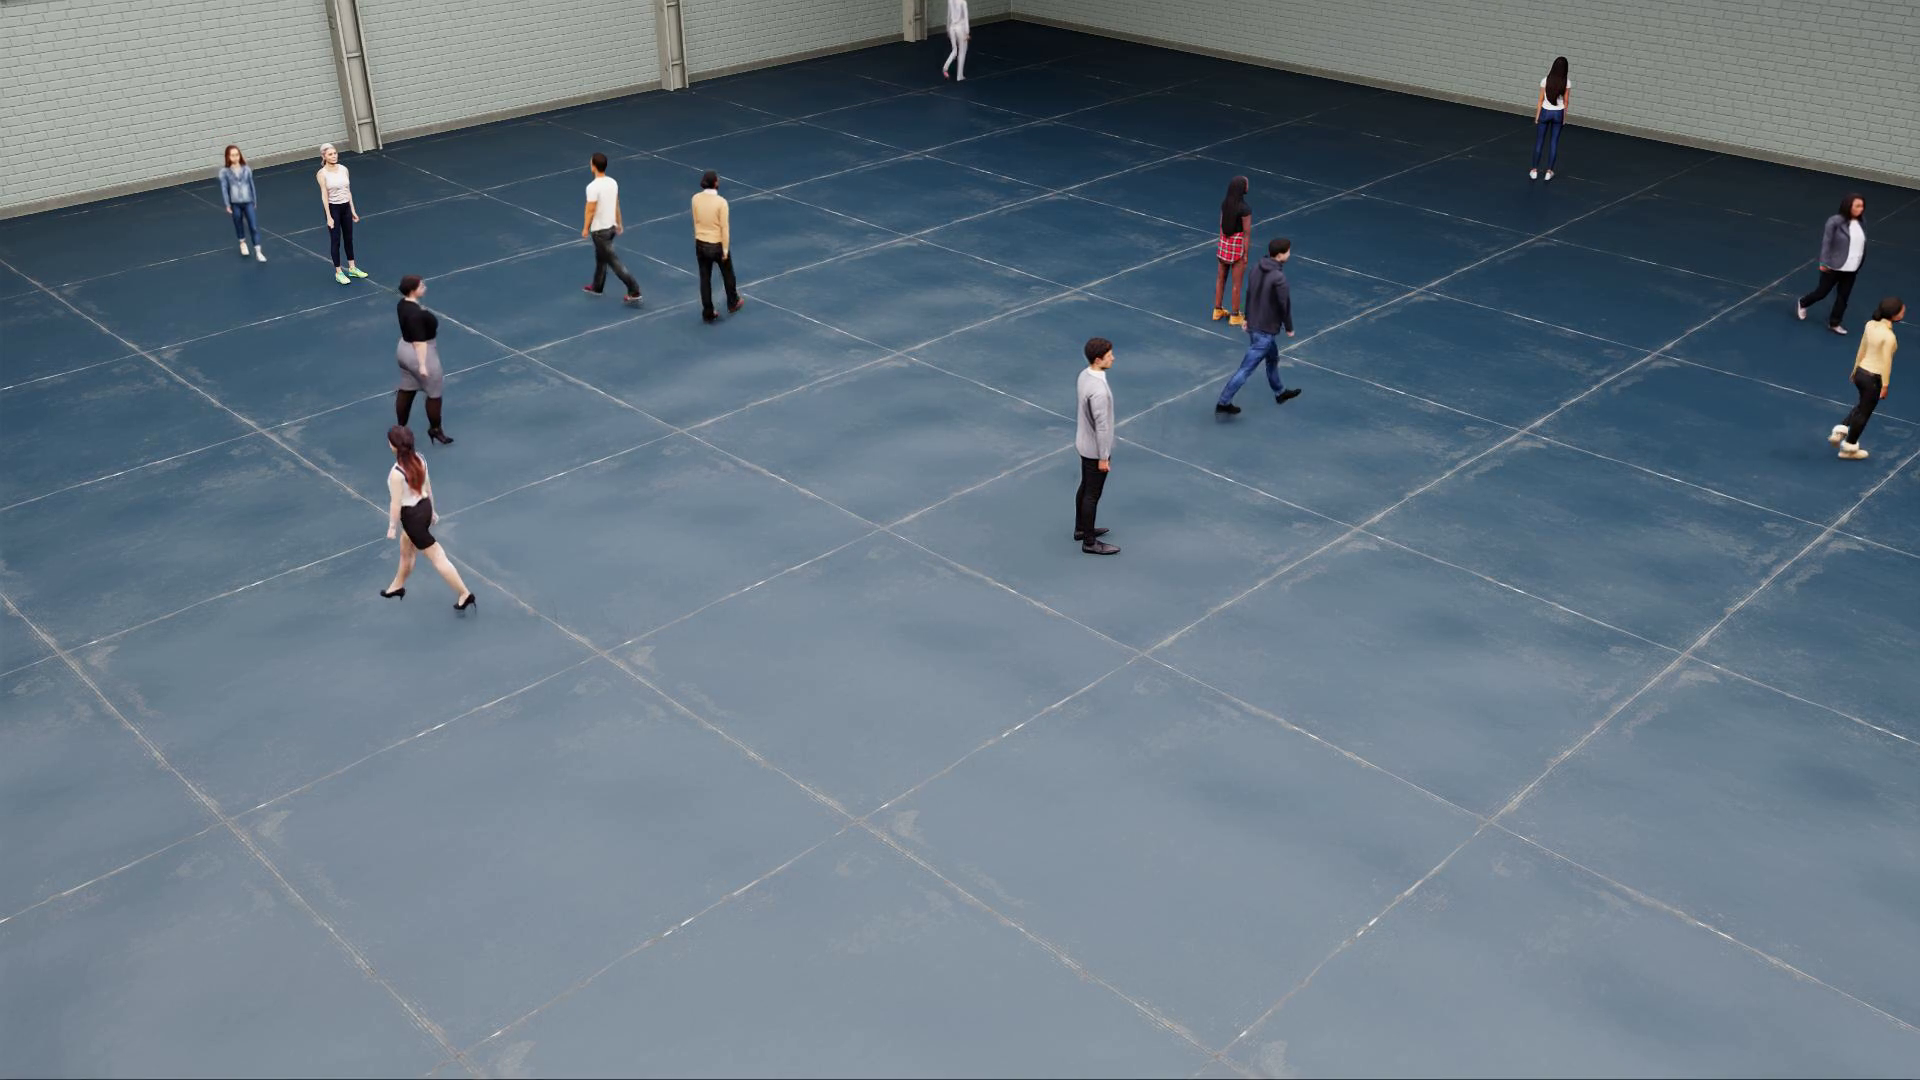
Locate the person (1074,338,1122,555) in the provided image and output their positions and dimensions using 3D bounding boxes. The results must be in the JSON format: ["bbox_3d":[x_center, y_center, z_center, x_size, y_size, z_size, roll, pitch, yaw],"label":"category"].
[{"bbox_3d":[1.141,-0.823,14.202,0.851,1.922,0.835,-4,28,-8],"label":"person"}]

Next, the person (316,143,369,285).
[{"bbox_3d":[-7.658,-4.039,20.475,0.707,1.702,0.552,15,32,26],"label":"person"}]

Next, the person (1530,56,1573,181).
[{"bbox_3d":[8.703,-6.209,24.473,0.655,1.774,0.654,9,29,16],"label":"person"}]

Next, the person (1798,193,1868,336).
[{"bbox_3d":[9.990,-3.174,18.983,0.997,1.578,0.995,-7,29,-13],"label":"person"}]

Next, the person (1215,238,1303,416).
[{"bbox_3d":[2.957,-2.077,16.659,1.372,1.827,1.033,-12,30,-21],"label":"person"}]

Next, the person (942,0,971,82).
[{"bbox_3d":[-0.079,-9.148,30.008,0.638,1.758,0.819,21,34,33],"label":"person"}]

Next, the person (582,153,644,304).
[{"bbox_3d":[-4.135,-3.643,19.664,1.024,1.766,1.183,10,30,18],"label":"person"}]

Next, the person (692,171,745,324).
[{"bbox_3d":[-2.897,-3.343,19.144,0.896,1.725,1.052,9,29,16],"label":"person"}]

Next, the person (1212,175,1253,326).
[{"bbox_3d":[3.151,-3.345,19.146,0.636,1.727,0.648,-19,33,-31],"label":"person"}]

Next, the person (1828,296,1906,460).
[{"bbox_3d":[8.586,-1.533,15.828,0.802,1.646,0.748,-2,28,-4],"label":"person"}]

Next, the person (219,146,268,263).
[{"bbox_3d":[-9.203,-4.295,21.231,0.996,1.443,0.787,-16,32,-28],"label":"person"}]

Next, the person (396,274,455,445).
[{"bbox_3d":[-5.306,-1.730,16.105,0.800,1.734,0.762,-21,35,-35],"label":"person"}]

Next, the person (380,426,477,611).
[{"bbox_3d":[-4.236,-0.110,13.207,1.015,1.599,1.099,6,29,11],"label":"person"}]
